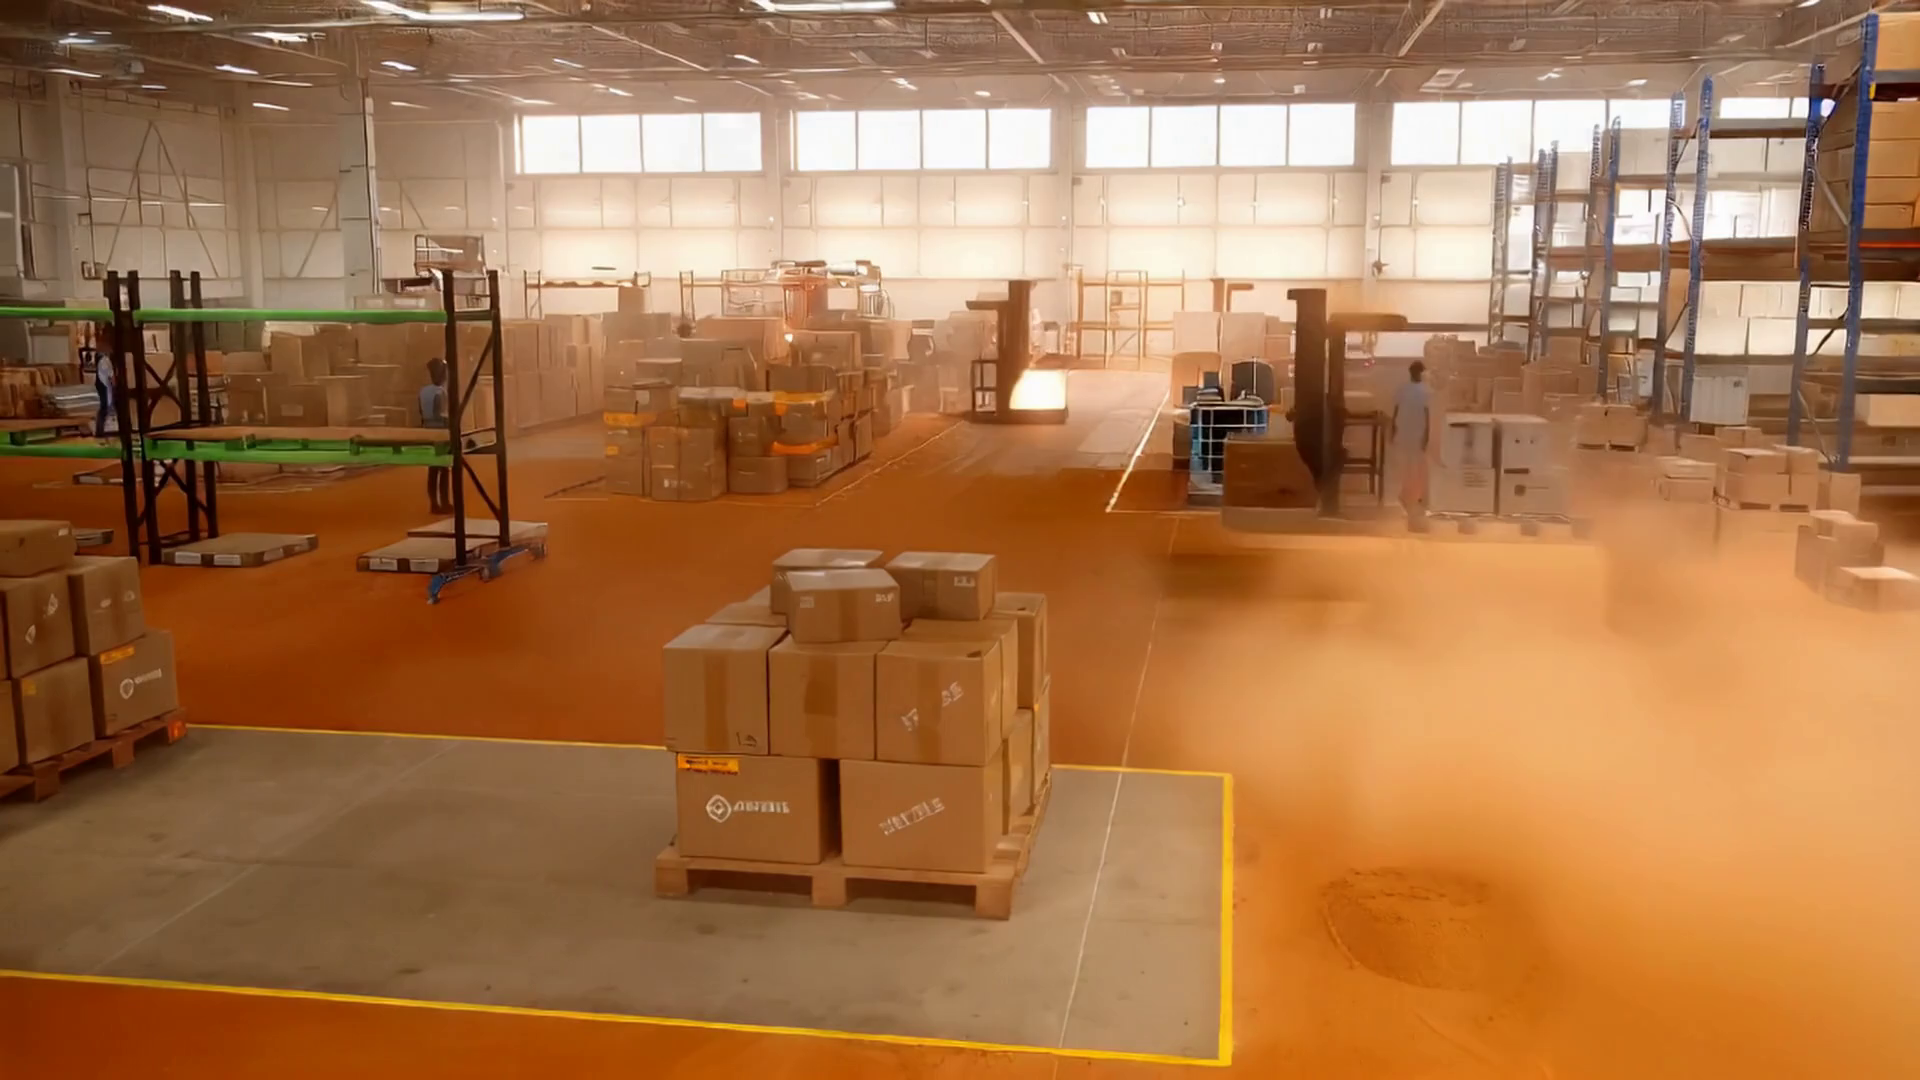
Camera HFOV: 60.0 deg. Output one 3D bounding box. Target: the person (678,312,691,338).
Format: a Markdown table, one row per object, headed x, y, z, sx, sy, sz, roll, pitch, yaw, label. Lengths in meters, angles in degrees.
| x | y | z | sx | sy | sz | roll | pitch | yaw | label |
| --- | --- | --- | --- | --- | --- | --- | --- | --- | --- |
| -7.542 | -5.218 | 45.115 | 0.865 | 1.915 | 0.635 | -5 | 11 | -29 | person |

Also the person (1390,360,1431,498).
| x | y | z | sx | sy | sz | roll | pitch | yaw | label |
| --- | --- | --- | --- | --- | --- | --- | --- | --- | --- |
| 5.948 | -1.442 | 21.961 | 0.553 | 1.855 | 0.455 | 5 | 11 | 30 | person |

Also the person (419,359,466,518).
| x | y | z | sx | sy | sz | roll | pitch | yaw | label |
| --- | --- | --- | --- | --- | --- | --- | --- | --- | --- |
| -6.379 | -1.246 | 20.411 | 0.607 | 1.966 | 0.367 | 8 | 12 | 41 | person |

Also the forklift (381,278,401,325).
| x | y | z | sx | sy | sz | roll | pitch | yaw | label |
| --- | --- | --- | --- | --- | --- | --- | --- | --- | --- |
| -14.947 | -5.514 | 43.920 | 1.873 | 2.768 | 1.129 | -3 | 10 | -19 | forklift |

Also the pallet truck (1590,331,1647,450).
| x | y | z | sx | sy | sz | roll | pitch | yaw | label |
| --- | --- | --- | --- | --- | --- | --- | --- | --- | --- |
| 11.253 | -2.573 | 28.499 | 0.823 | 1.965 | 1.885 | 5 | 10 | 27 | pallet truck |

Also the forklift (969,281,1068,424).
| x | y | z | sx | sy | sz | roll | pitch | yaw | label |
| --- | --- | --- | --- | --- | --- | --- | --- | --- | --- |
| 1.194 | -3.753 | 33.059 | 1.873 | 2.768 | 1.129 | 1 | 9 | 9 | forklift |

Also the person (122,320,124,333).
| x | y | z | sx | sy | sz | roll | pitch | yaw | label |
| --- | --- | --- | --- | --- | --- | --- | --- | --- | --- |
| -25.878 | -6.105 | 51.391 | 0.310 | 1.636 | 0.523 | 0 | 9 | -2 | person |

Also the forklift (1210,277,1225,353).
| x | y | z | sx | sy | sz | roll | pitch | yaw | label |
| --- | --- | --- | --- | --- | --- | --- | --- | --- | --- |
| 7.499 | -6.242 | 48.415 | 1.873 | 2.768 | 1.129 | 1 | 9 | 9 | forklift |

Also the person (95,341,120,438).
| x | y | z | sx | sy | sz | roll | pitch | yaw | label |
| --- | --- | --- | --- | --- | --- | --- | --- | --- | --- |
| -14.910 | -2.591 | 29.223 | 0.730 | 1.805 | 0.642 | -7 | 11 | -35 | person |

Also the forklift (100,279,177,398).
| x | y | z | sx | sy | sz | roll | pitch | yaw | label |
| --- | --- | --- | --- | --- | --- | --- | --- | --- | --- |
| -19.606 | -4.720 | 39.027 | 1.873 | 2.768 | 1.129 | 1 | 9 | 9 | forklift |

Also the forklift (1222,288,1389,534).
| x | y | z | sx | sy | sz | roll | pitch | yaw | label |
| --- | --- | --- | --- | --- | --- | --- | --- | --- | --- |
| 4.038 | -1.538 | 19.396 | 1.873 | 2.768 | 1.129 | 1 | 9 | 9 | forklift |

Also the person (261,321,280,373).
| x | y | z | sx | sy | sz | roll | pitch | yaw | label |
| --- | --- | --- | --- | --- | --- | --- | --- | --- | --- |
| -17.089 | -4.585 | 41.256 | 0.585 | 1.882 | 0.337 | 4 | 10 | 21 | person |

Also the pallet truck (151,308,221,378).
| x | y | z | sx | sy | sz | roll | pitch | yaw | label |
| --- | --- | --- | --- | --- | --- | --- | --- | --- | --- |
| -21.869 | -5.598 | 47.154 | 0.823 | 1.965 | 1.885 | 4 | 10 | 26 | pallet truck |

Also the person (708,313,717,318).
| x | y | z | sx | sy | sz | roll | pitch | yaw | label |
| --- | --- | --- | --- | --- | --- | --- | --- | --- | --- |
| -6.709 | -5.121 | 44.524 | 0.890 | 1.908 | 0.548 | -1 | 9 | -5 | person |
